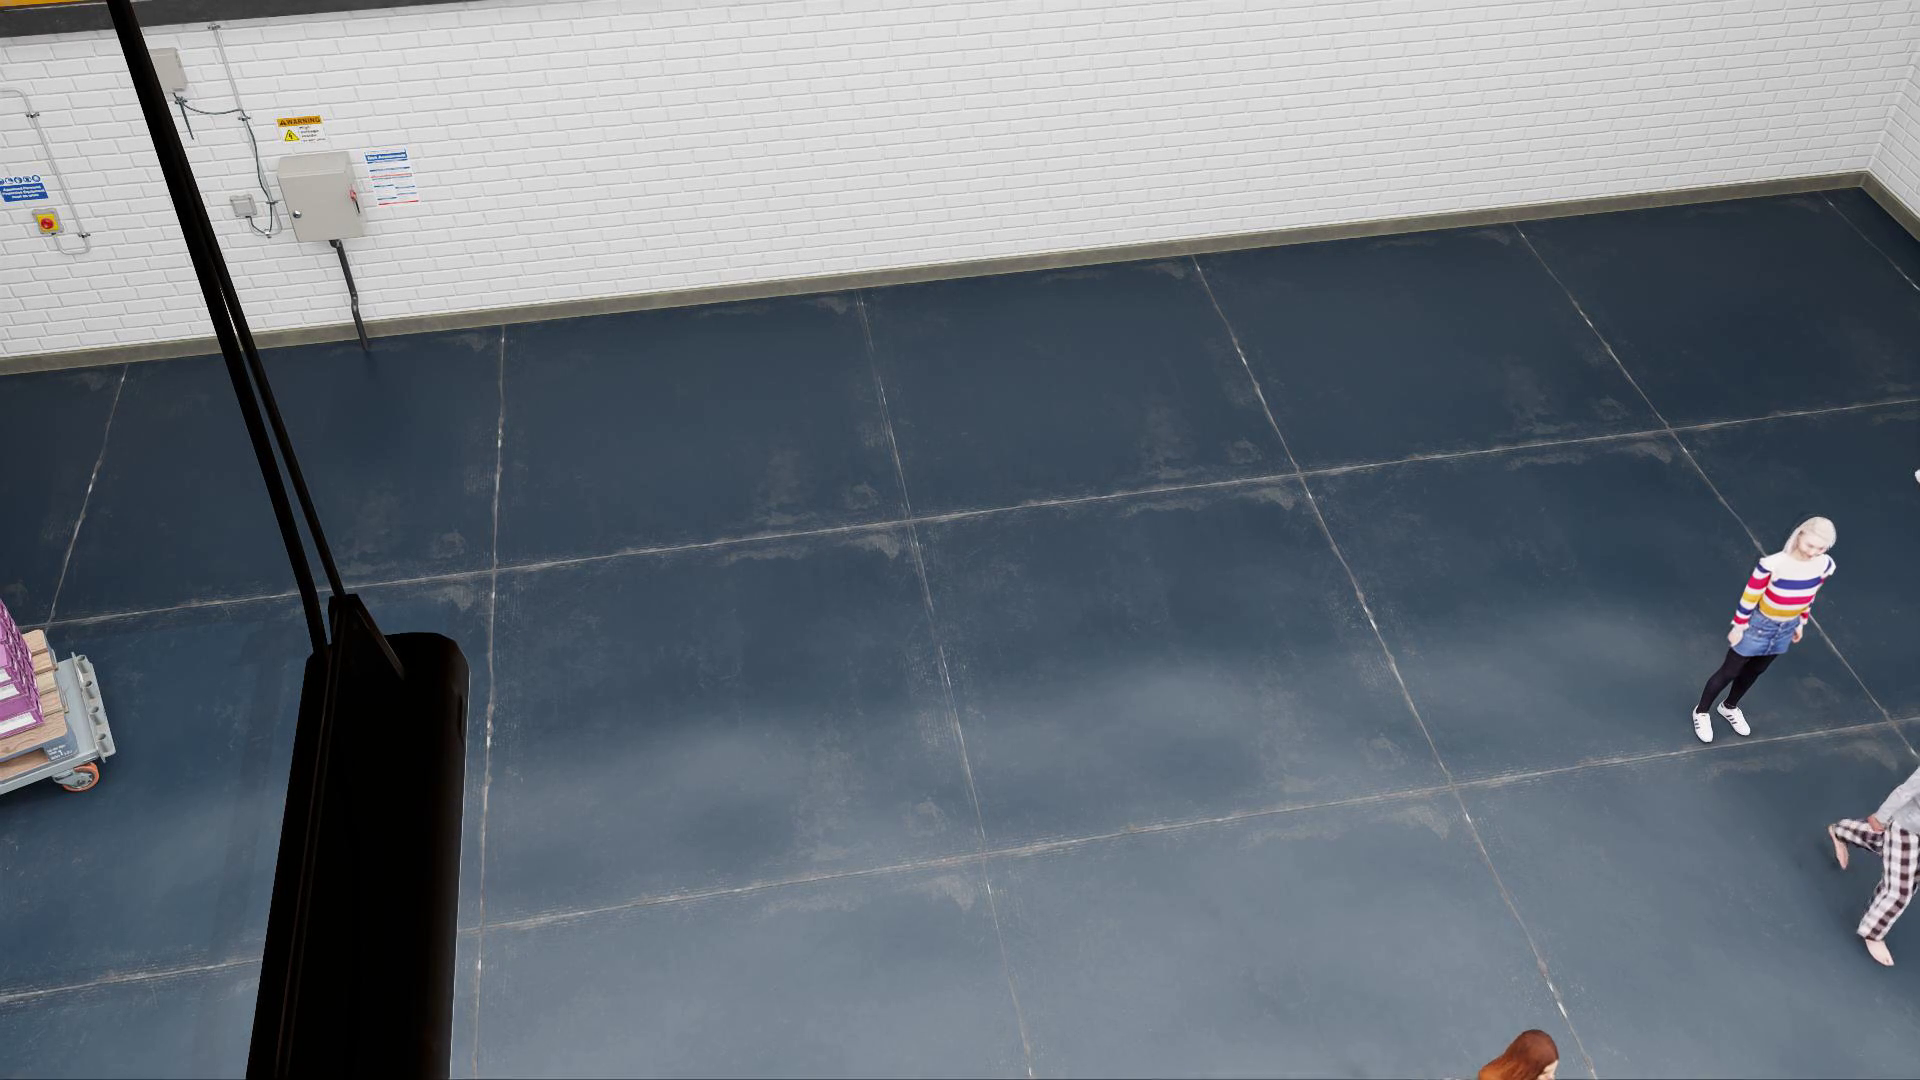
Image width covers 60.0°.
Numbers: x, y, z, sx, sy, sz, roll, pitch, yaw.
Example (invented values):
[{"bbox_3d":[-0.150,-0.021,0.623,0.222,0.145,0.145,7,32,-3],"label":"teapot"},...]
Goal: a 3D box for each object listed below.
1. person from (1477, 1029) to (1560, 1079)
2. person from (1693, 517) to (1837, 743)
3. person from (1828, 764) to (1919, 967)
[{"bbox_3d":[2.436,2.730,7.920,0.824,1.689,1.058,-22,48,-21],"label":"person"},{"bbox_3d":[4.917,0.522,10.151,0.649,1.808,0.511,-6,44,-6],"label":"person"},{"bbox_3d":[5.240,1.473,9.154,0.655,1.807,1.107,-7,44,-7],"label":"person"}]
